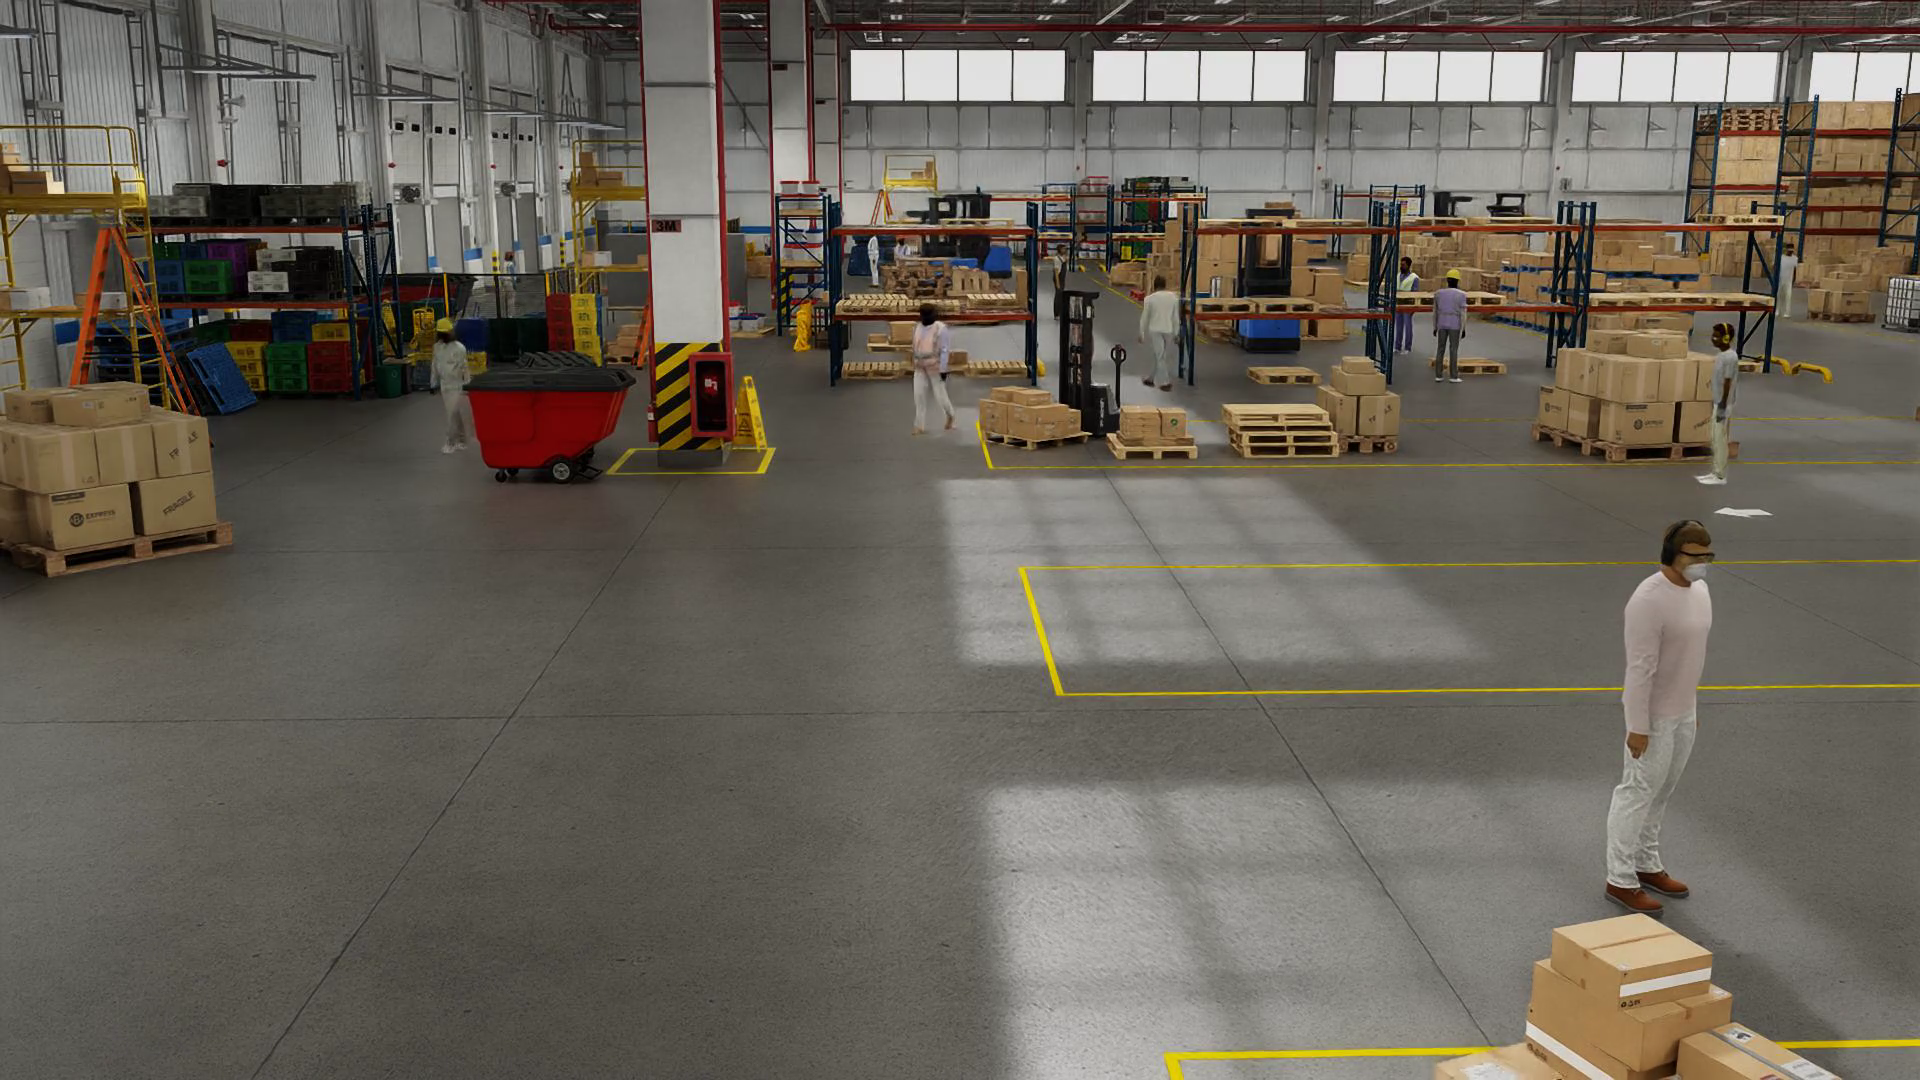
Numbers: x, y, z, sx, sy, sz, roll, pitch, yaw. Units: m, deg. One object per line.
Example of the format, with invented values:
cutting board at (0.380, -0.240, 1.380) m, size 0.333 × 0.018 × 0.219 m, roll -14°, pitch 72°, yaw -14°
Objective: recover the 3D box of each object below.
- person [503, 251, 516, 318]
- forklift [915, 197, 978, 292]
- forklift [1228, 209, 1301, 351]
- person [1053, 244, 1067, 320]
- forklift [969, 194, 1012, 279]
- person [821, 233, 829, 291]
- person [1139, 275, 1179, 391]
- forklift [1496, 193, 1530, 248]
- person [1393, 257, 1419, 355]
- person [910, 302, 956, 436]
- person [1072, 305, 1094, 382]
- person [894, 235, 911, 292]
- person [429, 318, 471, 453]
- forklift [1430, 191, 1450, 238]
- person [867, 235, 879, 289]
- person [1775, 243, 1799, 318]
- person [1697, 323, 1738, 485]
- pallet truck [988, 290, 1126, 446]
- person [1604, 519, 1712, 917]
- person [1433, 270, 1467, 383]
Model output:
person at (-11.038, -6.251, 40.794) m, size 0.313 × 1.634 × 0.515 m, roll -9°, pitch 15°, yaw -35°
forklift at (-0.460, -8.527, 48.220) m, size 1.873 × 2.768 × 1.129 m, roll 12°, pitch 17°, yaw 43°
forklift at (6.186, -5.260, 33.469) m, size 1.129 × 2.768 × 1.873 m, roll 0°, pitch 12°, yaw -2°
person at (2.445, -6.250, 40.312) m, size 0.360 × 1.838 × 0.525 m, roll 5°, pitch 13°, yaw 21°
forklift at (0.679, -10.025, 54.985) m, size 1.873 × 2.768 × 1.129 m, roll -7°, pitch 14°, yaw -28°
person at (-3.536, -7.248, 44.582) m, size 0.351 × 1.942 × 0.547 m, roll -7°, pitch 14°, yaw -27°
person at (3.282, -3.410, 27.386) m, size 0.647 × 1.893 × 1.011 m, roll -6°, pitch 14°, yaw -26°
forklift at (18.714, -10.404, 56.696) m, size 1.129 × 2.768 × 1.873 m, roll 8°, pitch 15°, yaw 32°
person at (8.725, -4.590, 32.635) m, size 0.391 × 1.920 × 0.593 m, roll -7°, pitch 14°, yaw -30°
person at (-0.371, -2.360, 22.798) m, size 0.622 × 1.818 × 0.823 m, roll 7°, pitch 14°, yaw 29°
person at (1.781, -2.575, 24.063) m, size 0.322 × 1.690 × 0.533 m, roll -1°, pitch 13°, yaw -3°
person at (-1.578, -7.608, 46.350) m, size 0.564 × 1.912 × 0.845 m, roll 8°, pitch 15°, yaw 33°
person at (-6.572, -1.969, 21.236) m, size 0.512 × 1.712 × 0.755 m, roll 6°, pitch 14°, yaw 25°
forklift at (18.097, -11.759, 62.815) m, size 1.873 × 2.768 × 1.129 m, roll 0°, pitch 12°, yaw -2°
person at (-2.679, -8.695, 51.261) m, size 0.338 × 1.877 × 0.574 m, roll -3°, pitch 13°, yaw -13°
person at (20.482, -6.464, 41.305) m, size 0.520 × 1.836 × 0.913 m, roll 3°, pitch 13°, yaw 14°
person at (8.709, -1.552, 19.066) m, size 0.328 × 1.861 × 0.502 m, roll 3°, pitch 13°, yaw 12°
pallet truck at (1.257, -2.299, 22.111) m, size 1.885 × 1.965 × 0.823 m, roll -9°, pitch 15°, yaw -35°
person at (3.403, 0.842, 8.067) m, size 0.635 × 1.935 × 0.349 m, roll -11°, pitch 17°, yaw -42°
person at (8.341, -3.637, 28.335) m, size 0.585 × 1.917 × 0.381 m, roll 9°, pitch 16°, yaw 36°
